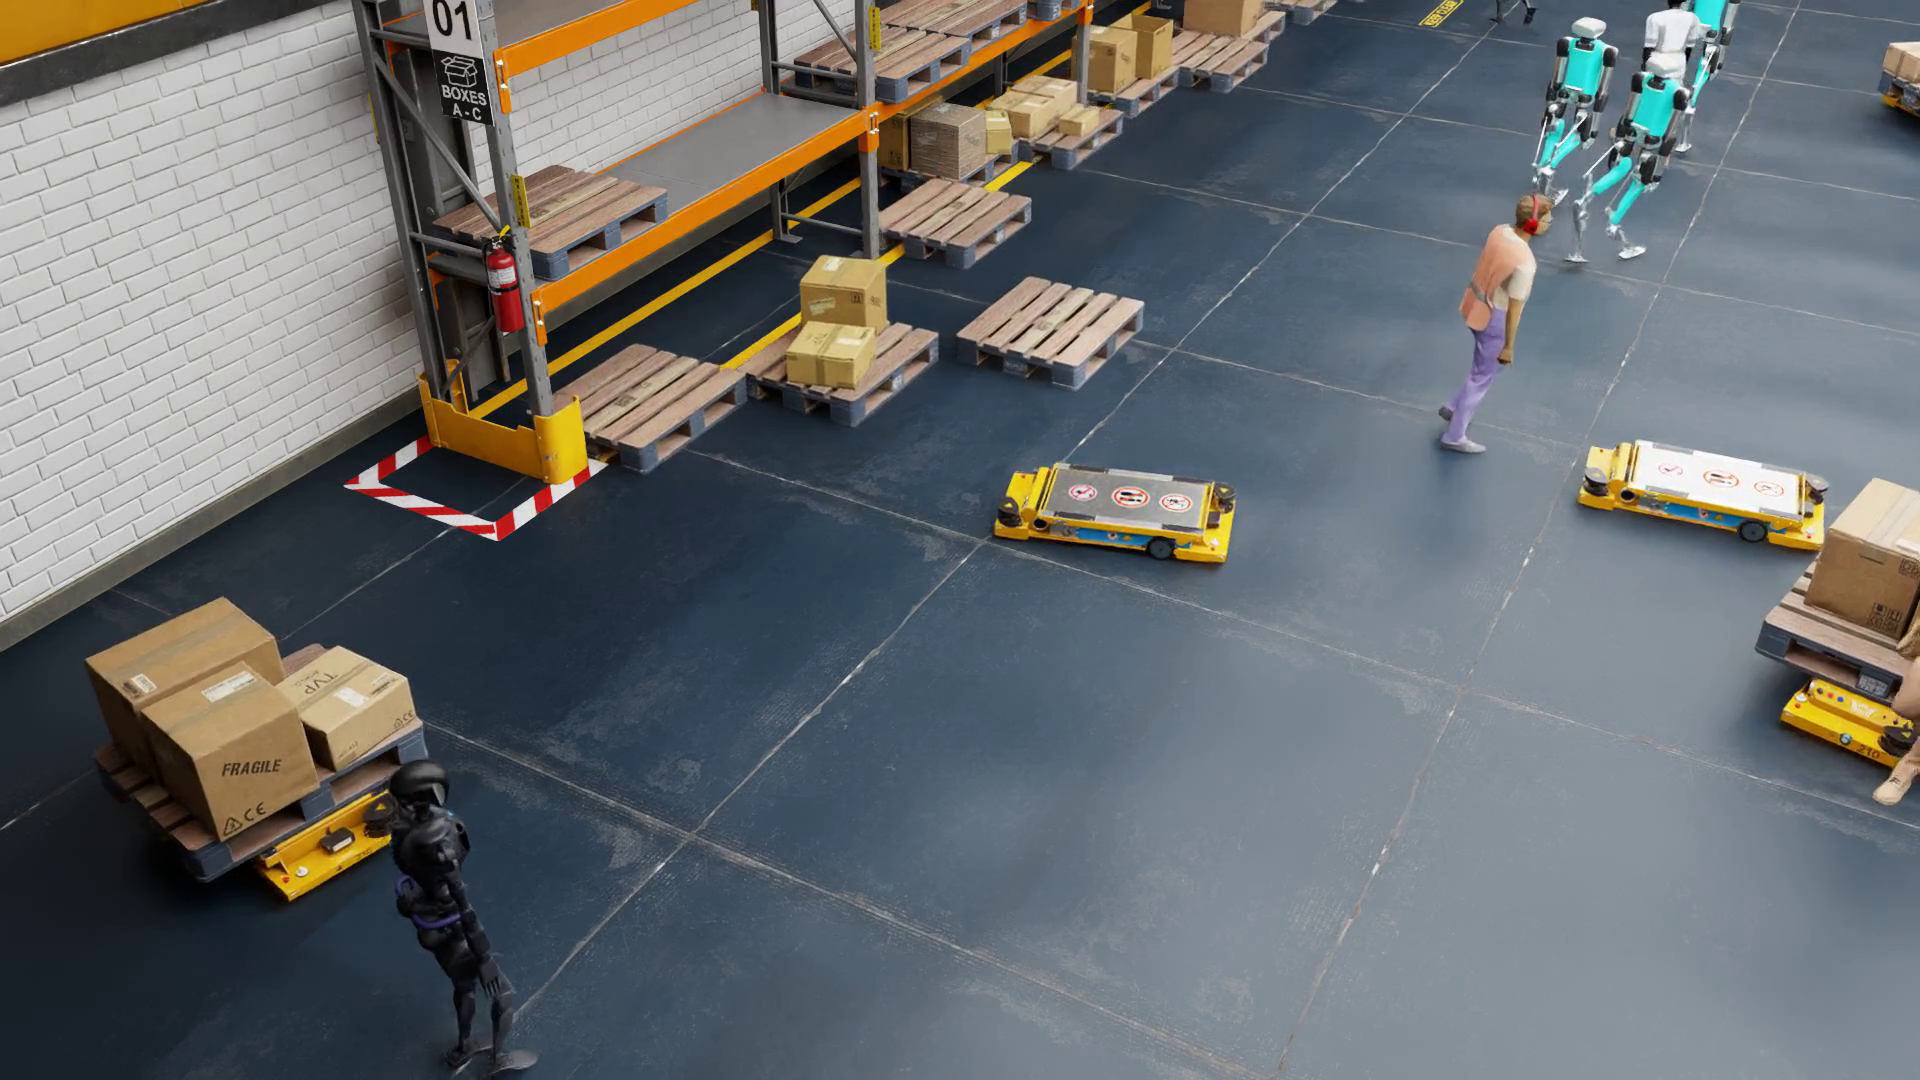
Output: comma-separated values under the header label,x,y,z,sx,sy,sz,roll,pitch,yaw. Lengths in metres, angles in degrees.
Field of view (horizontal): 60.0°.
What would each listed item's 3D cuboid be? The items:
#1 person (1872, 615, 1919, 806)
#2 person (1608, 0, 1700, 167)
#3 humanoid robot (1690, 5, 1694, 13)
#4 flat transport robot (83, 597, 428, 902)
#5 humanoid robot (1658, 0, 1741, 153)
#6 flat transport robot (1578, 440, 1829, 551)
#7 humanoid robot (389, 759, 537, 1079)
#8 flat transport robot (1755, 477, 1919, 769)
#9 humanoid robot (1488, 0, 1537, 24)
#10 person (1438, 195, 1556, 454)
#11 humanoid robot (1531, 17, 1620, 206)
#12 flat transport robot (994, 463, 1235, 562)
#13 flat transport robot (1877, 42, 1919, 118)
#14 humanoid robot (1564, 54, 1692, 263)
label,x,y,z,sx,sy,sz,roll,pitch,yaw
person,4.835,0.549,8.003,0.514,1.710,0.538,-22,39,-30
person,6.563,-4.393,15.554,0.533,1.641,0.840,-2,34,-4
humanoid robot,8.136,-6.310,18.433,0.577,1.618,0.610,-27,42,-35
flat transport robot,-3.428,1.231,8.286,1.431,0.231,0.659,26,42,34
humanoid robot,6.815,-4.455,15.472,0.530,1.690,0.747,17,37,24
flat transport robot,4.740,-0.310,10.617,1.431,0.231,0.659,13,36,19
humanoid robot,-2.012,1.494,6.612,0.359,1.654,0.609,-23,40,-31
flat transport robot,5.075,0.725,9.052,0.659,0.231,1.431,27,42,34
humanoid robot,6.437,-6.743,19.086,0.608,1.642,0.538,-11,35,-17
person,3.488,-1.399,10.871,0.476,1.813,0.591,-1,33,-1
humanoid robot,5.074,-3.476,14.102,1.013,1.757,0.541,-28,42,-35
flat transport robot,0.979,-0.182,10.423,1.431,0.231,0.659,7,34,10
flat transport robot,9.939,-4.238,16.560,0.659,0.231,1.431,-5,34,-7
humanoid robot,5.288,-2.966,13.347,1.011,1.770,0.551,-17,37,-24
